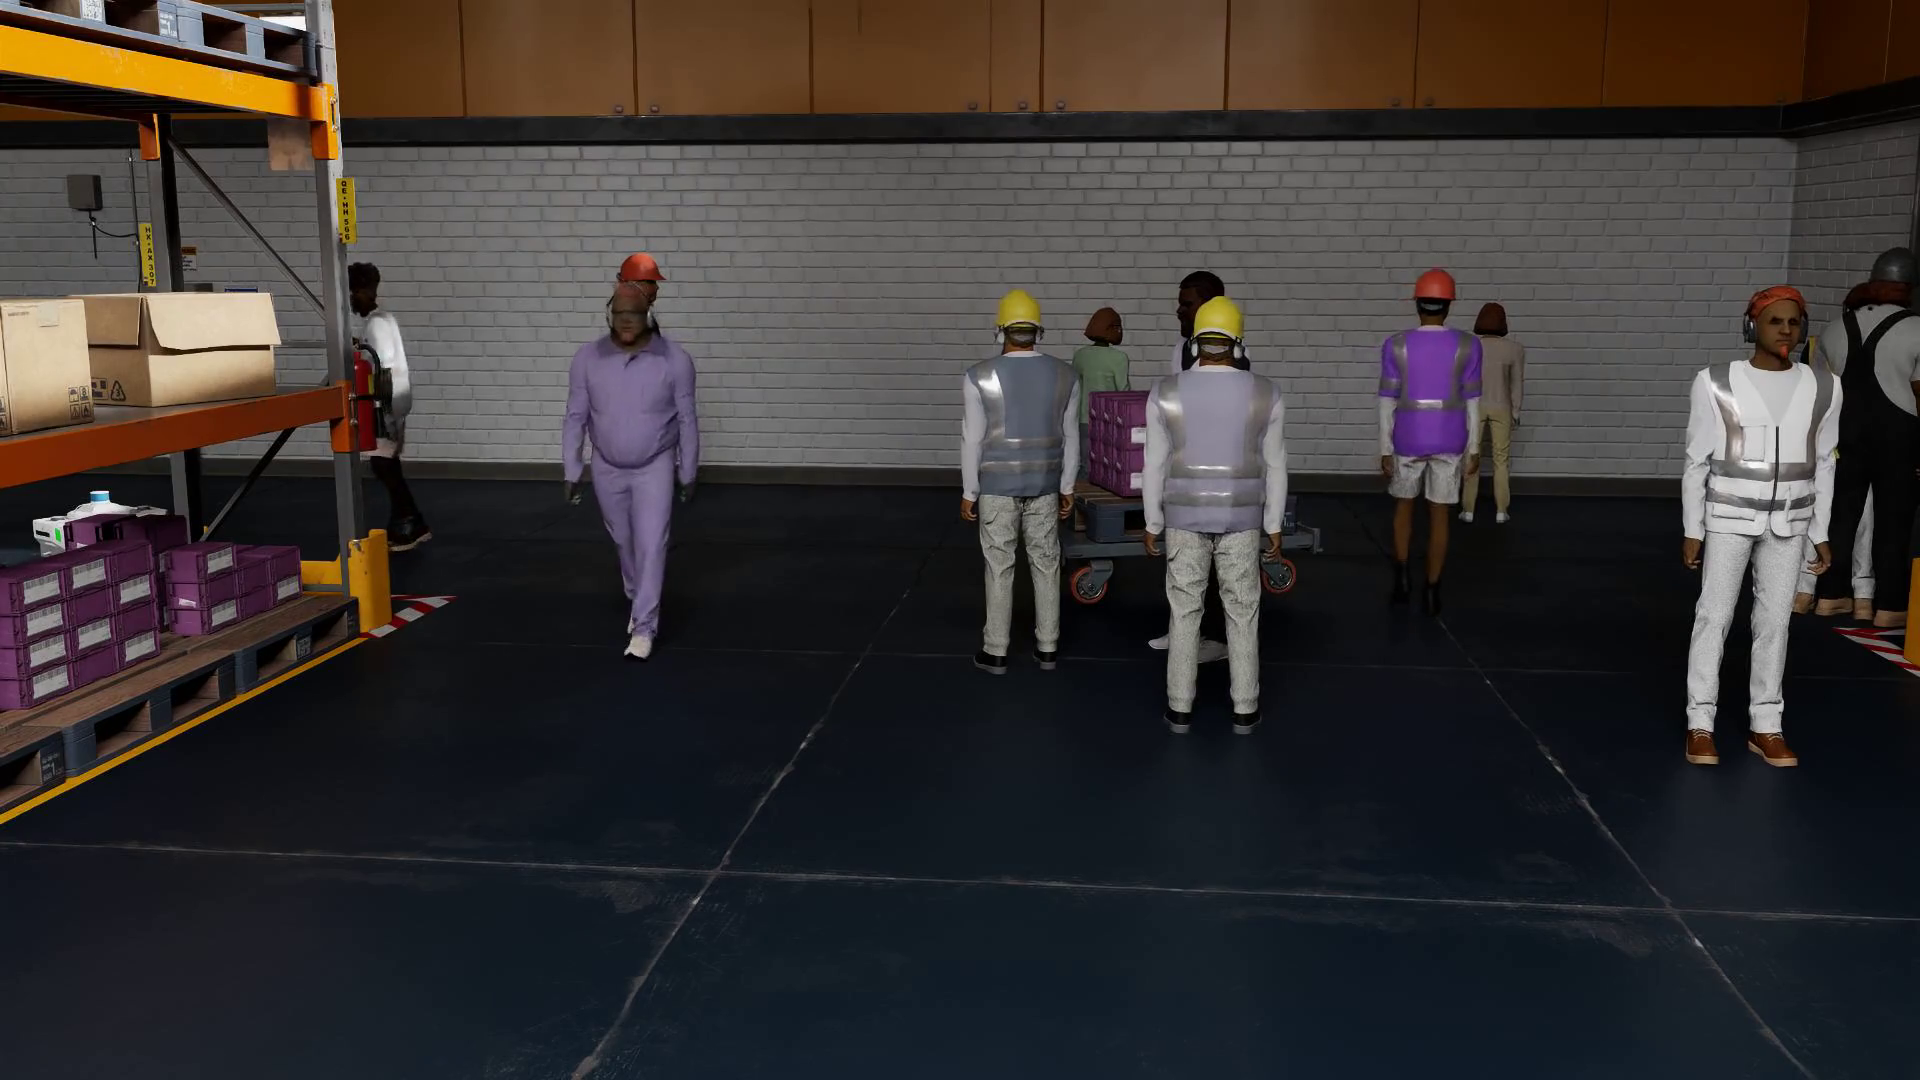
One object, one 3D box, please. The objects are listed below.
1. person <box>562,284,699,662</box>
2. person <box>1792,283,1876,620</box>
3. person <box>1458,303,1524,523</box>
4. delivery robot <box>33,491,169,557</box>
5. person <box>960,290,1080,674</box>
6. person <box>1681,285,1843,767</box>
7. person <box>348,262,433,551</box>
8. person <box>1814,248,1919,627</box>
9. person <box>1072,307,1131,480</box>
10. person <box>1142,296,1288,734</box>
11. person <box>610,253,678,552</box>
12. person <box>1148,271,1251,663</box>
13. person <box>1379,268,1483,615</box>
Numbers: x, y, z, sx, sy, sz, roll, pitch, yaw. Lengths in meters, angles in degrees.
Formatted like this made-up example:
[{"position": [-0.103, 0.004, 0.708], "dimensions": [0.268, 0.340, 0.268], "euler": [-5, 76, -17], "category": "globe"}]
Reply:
[{"position": [-1.665, -0.359, 8.430], "dimensions": [0.651, 1.855, 1.029], "euler": [0, 10, 2], "category": "person"}, {"position": [4.898, -0.484, 9.154], "dimensions": [0.627, 1.845, 0.429], "euler": [6, 12, 32], "category": "person"}, {"position": [3.911, -0.939, 12.354], "dimensions": [0.501, 1.633, 0.281], "euler": [3, 10, 14], "category": "person"}, {"position": [-5.214, -0.055, 10.111], "dimensions": [0.477, 0.478, 0.707], "euler": [8, 12, 37], "category": "delivery robot"}, {"position": [0.278, -0.272, 7.963], "dimensions": [0.600, 1.832, 0.404], "euler": [-3, 10, -17], "category": "person"}, {"position": [3.122, -0.045, 6.520], "dimensions": [0.574, 1.885, 0.356], "euler": [1, 10, 5], "category": "person"}, {"position": [-3.869, -0.898, 11.256], "dimensions": [0.462, 1.947, 0.794], "euler": [-2, 10, -14], "category": "person"}, {"position": [5.015, -0.562, 9.027], "dimensions": [0.538, 2.000, 0.690], "euler": [-5, 11, -28], "category": "person"}, {"position": [0.970, -0.763, 11.346], "dimensions": [0.264, 1.632, 0.507], "euler": [-9, 14, -43], "category": "person"}, {"position": [1.060, -0.097, 6.961], "dimensions": [0.601, 1.830, 0.404], "euler": [1, 10, 7], "category": "person"}, {"position": [-2.124, -0.904, 11.118], "dimensions": [0.376, 1.995, 0.612], "euler": [1, 10, 6], "category": "person"}, {"position": [1.211, -0.360, 8.222], "dimensions": [0.377, 1.917, 0.599], "euler": [-4, 11, -24], "category": "person"}, {"position": [2.617, -0.542, 9.280], "dimensions": [0.559, 1.921, 0.450], "euler": [3, 10, 19], "category": "person"}]
